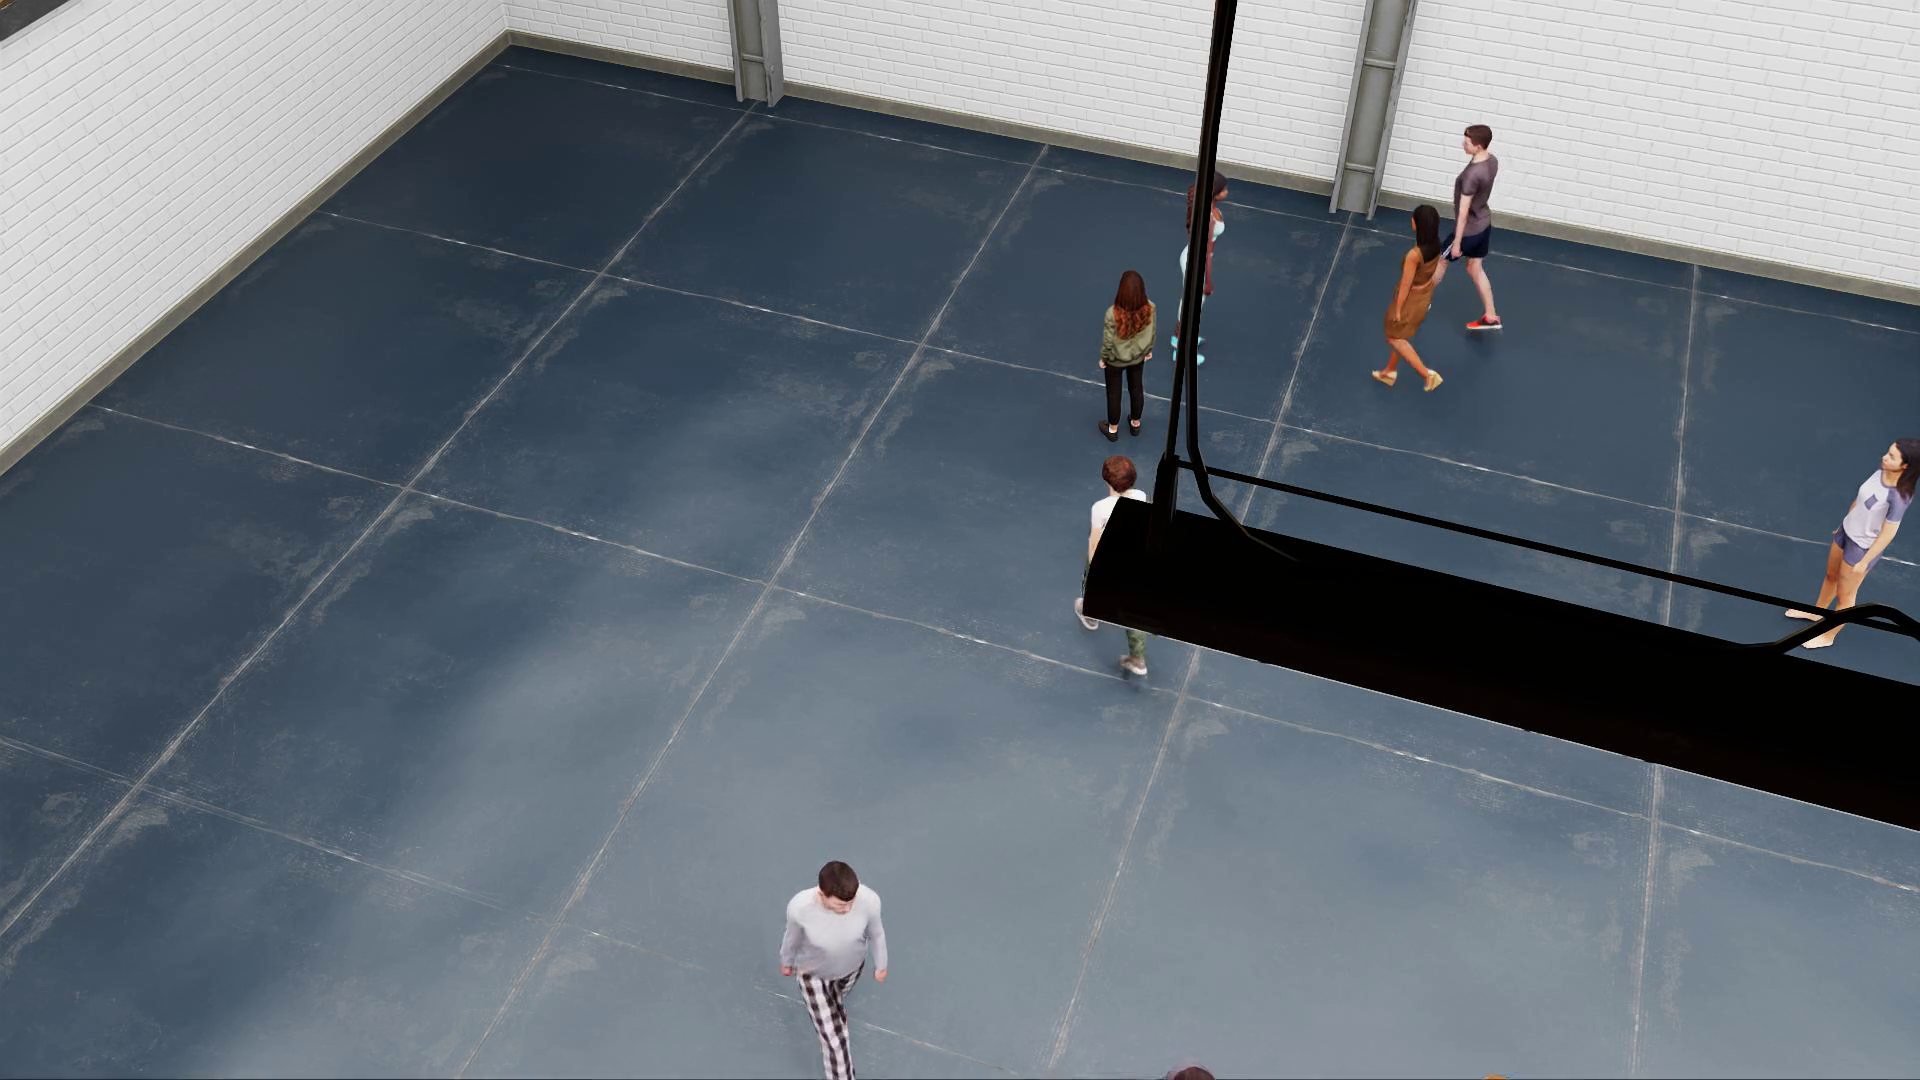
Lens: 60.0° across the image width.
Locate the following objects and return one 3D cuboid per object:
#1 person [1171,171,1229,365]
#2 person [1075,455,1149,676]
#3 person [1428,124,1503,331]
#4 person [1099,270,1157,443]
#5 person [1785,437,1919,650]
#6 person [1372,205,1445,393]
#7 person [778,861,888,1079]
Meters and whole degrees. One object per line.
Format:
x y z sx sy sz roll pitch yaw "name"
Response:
1.867 -2.157 13.121 0.646 1.719 0.647 -3 44 -3 "person"
1.040 0.176 10.743 1.068 1.620 1.115 -17 46 -17 "person"
4.183 -2.461 13.375 1.257 1.809 0.937 30 51 28 "person"
1.245 -1.385 12.487 0.624 1.475 0.711 -13 45 -13 "person"
5.870 0.007 10.838 0.604 1.734 0.639 3 44 3 "person"
3.525 -1.783 12.765 0.915 1.668 0.736 30 51 28 "person"
-0.687 2.104 8.601 1.204 1.783 1.172 -8 44 -8 "person"
